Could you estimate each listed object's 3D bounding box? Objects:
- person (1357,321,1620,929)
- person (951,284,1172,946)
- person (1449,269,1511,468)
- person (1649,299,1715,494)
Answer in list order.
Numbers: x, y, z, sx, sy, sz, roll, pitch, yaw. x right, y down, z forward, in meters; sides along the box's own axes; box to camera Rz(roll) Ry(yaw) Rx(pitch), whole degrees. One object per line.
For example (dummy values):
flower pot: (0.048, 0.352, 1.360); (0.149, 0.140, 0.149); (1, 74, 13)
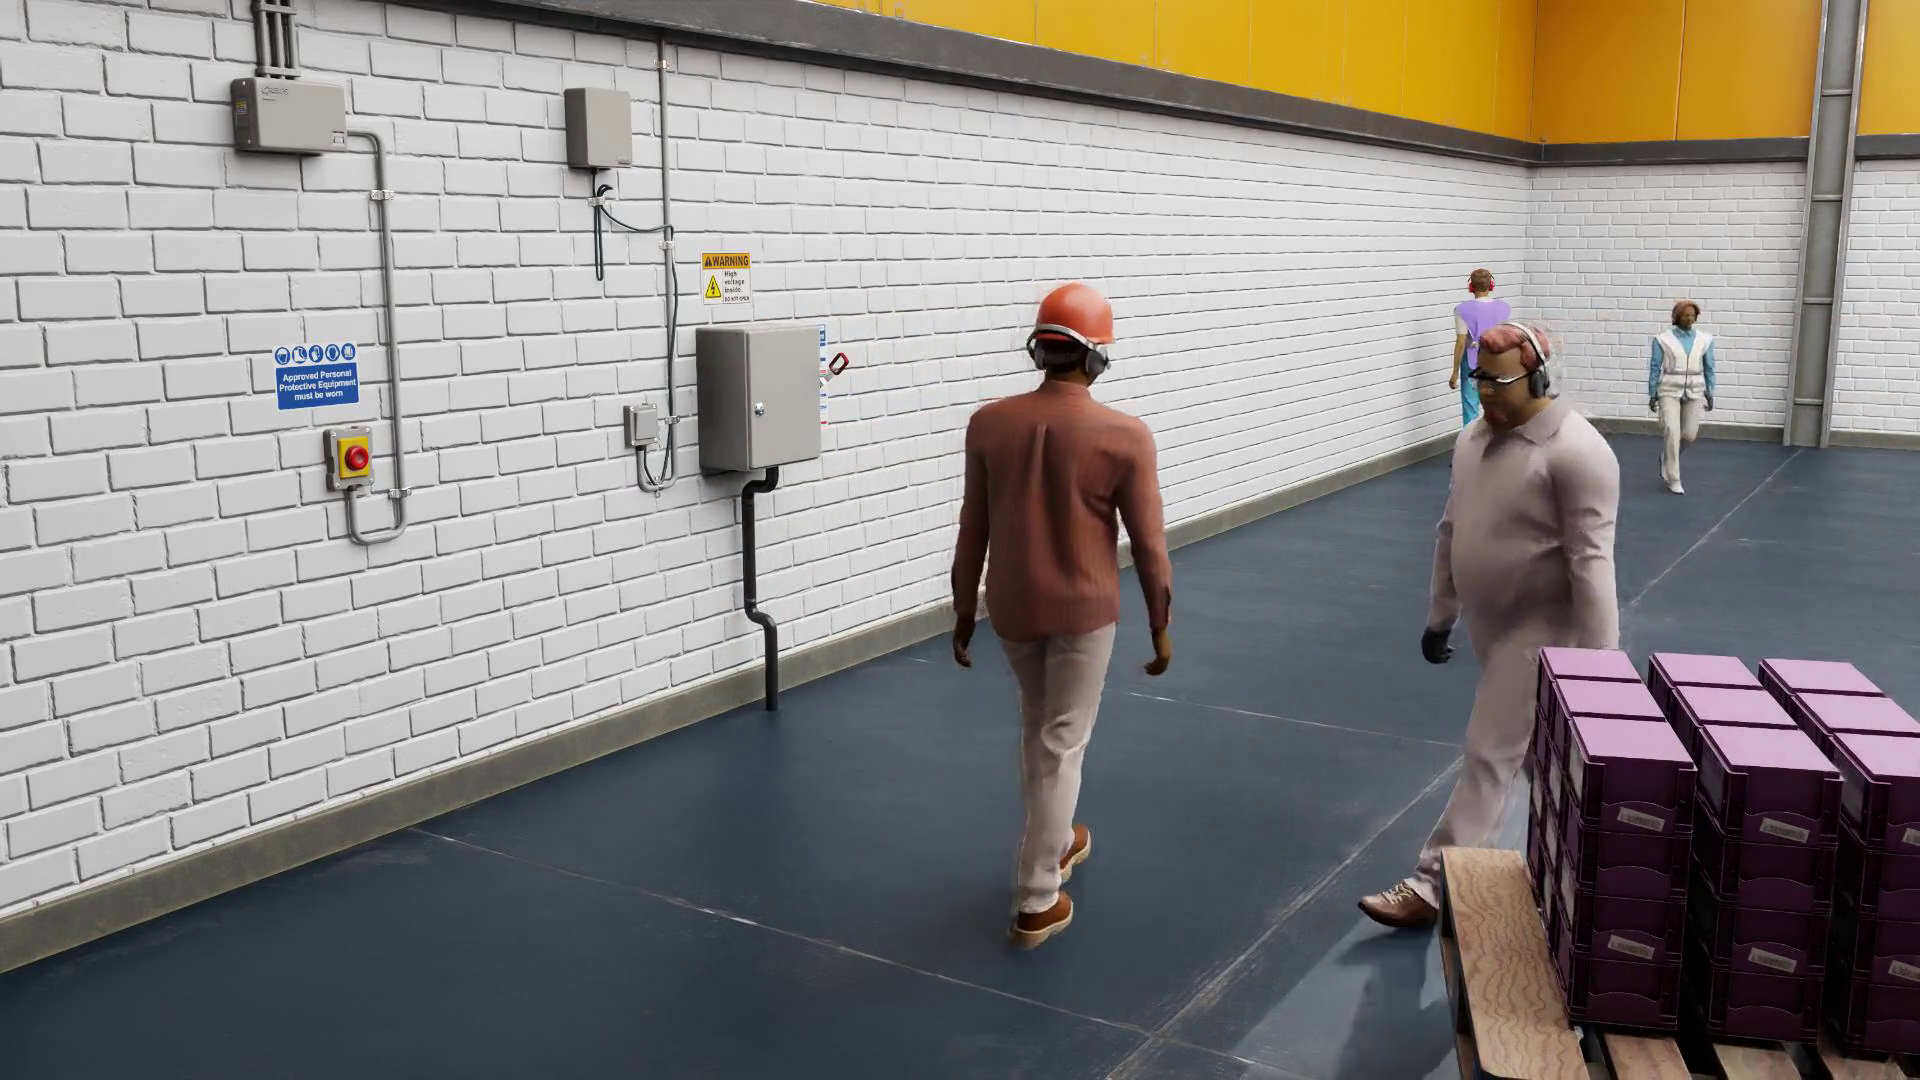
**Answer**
person: (1.613, 0.273, 5.052); (0.925, 1.849, 0.685); (-3, 11, -14)
person: (0.368, 0.200, 5.161); (0.664, 1.958, 0.884); (5, 12, 27)
person: (4.753, -1.549, 15.211); (0.564, 1.839, 0.396); (-3, 11, -16)
person: (6.052, -1.223, 14.017); (0.526, 1.613, 0.699); (1, 10, 3)
